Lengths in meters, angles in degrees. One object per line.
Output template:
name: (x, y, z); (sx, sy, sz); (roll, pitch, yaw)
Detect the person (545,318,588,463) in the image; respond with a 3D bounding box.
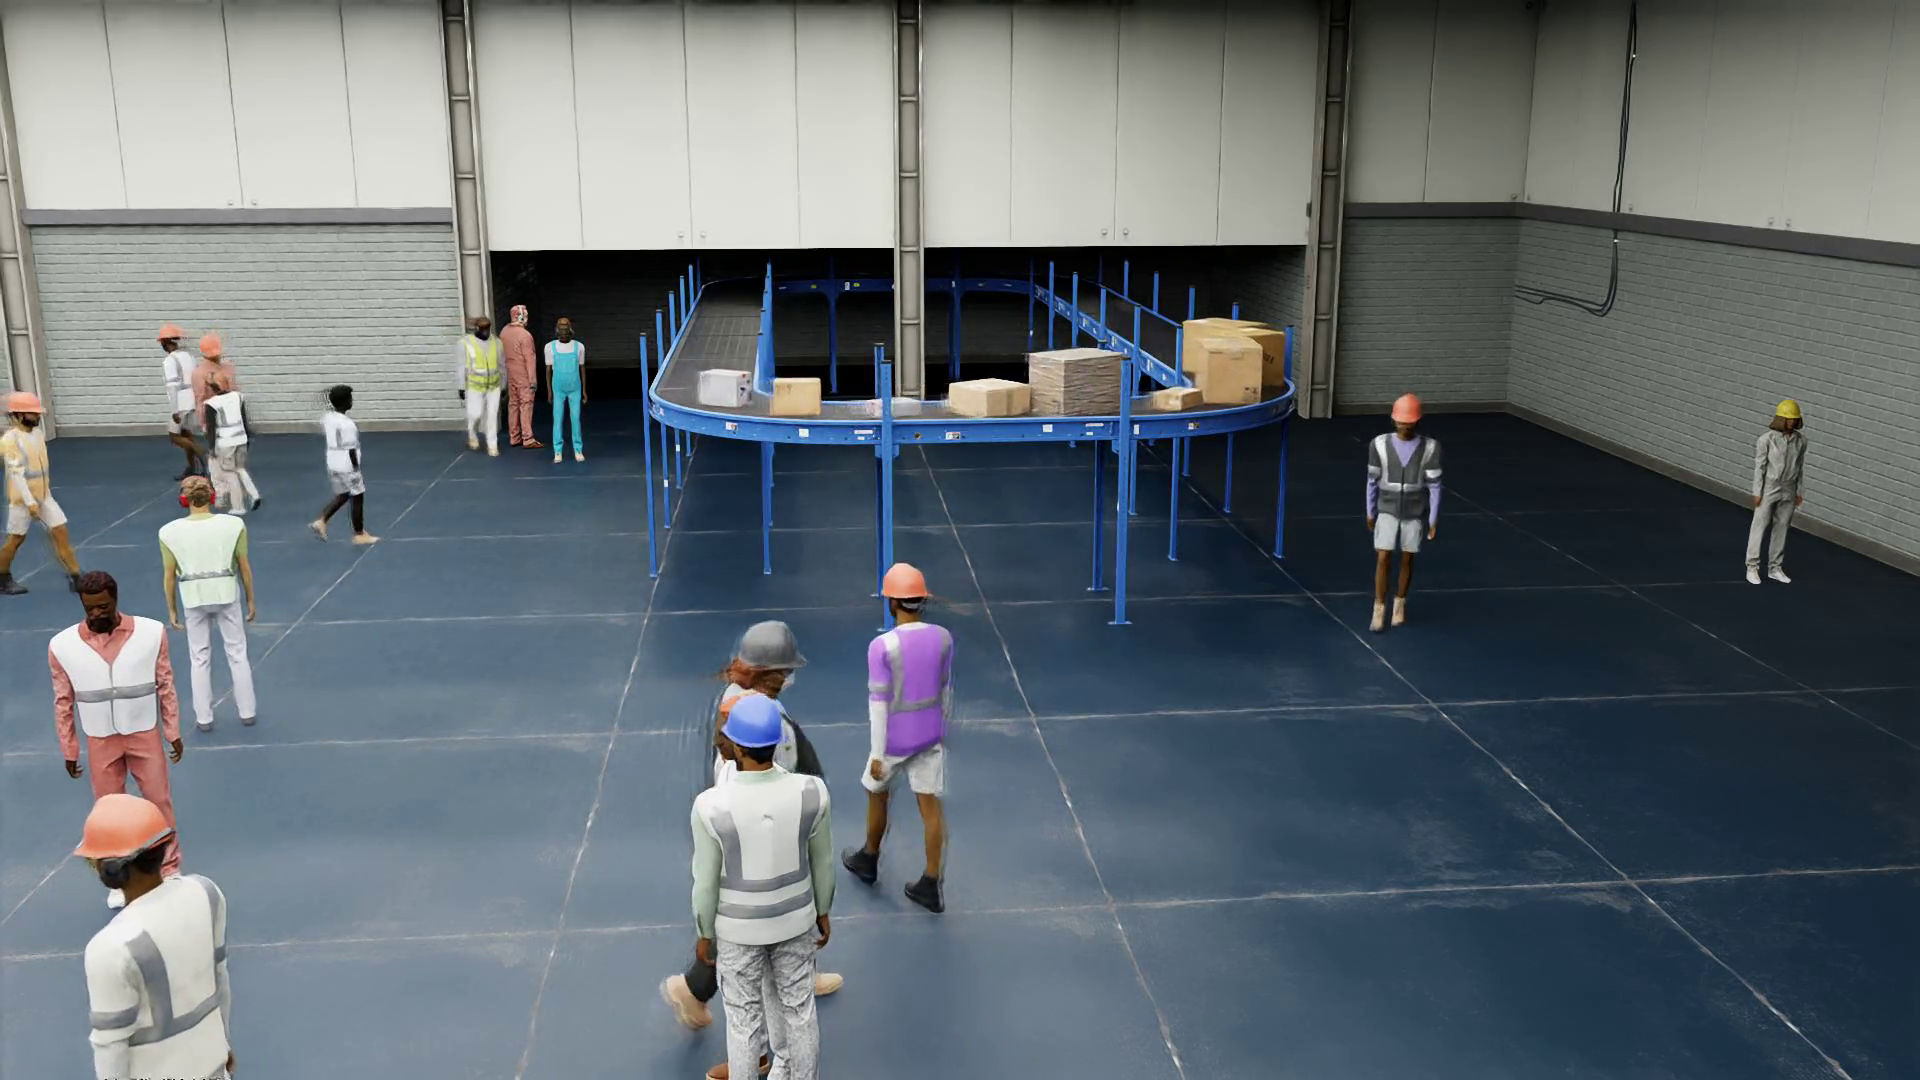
person: (-5.004, -1.904, 21.170); (0.505, 1.847, 0.347); (-5, 15, -18)

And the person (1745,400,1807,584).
person: (7.657, -0.448, 15.548); (0.492, 1.743, 0.296); (-2, 14, -9)

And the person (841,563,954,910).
person: (-0.347, 1.047, 9.238); (0.580, 1.901, 0.880); (-9, 17, -33)

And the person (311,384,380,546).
person: (-6.260, -0.739, 16.825); (0.543, 1.683, 0.556); (13, 19, 43)

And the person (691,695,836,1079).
person: (-0.822, 1.586, 6.994); (0.614, 1.948, 0.386); (-6, 15, -21)

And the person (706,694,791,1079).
person: (-0.896, 1.562, 7.221); (0.338, 1.882, 0.583); (-11, 18, -38)

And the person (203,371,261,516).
person: (-7.993, -1.053, 18.199); (0.361, 1.619, 0.536); (6, 15, 23)

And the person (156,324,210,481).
person: (-9.286, -1.629, 19.951); (0.583, 1.907, 0.549); (1, 14, 3)

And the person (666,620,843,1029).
person: (-0.992, 1.327, 7.847); (0.803, 2.000, 0.692); (-4, 14, -14)

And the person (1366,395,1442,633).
person: (3.716, -0.202, 14.009); (0.614, 2.015, 0.838); (4, 15, 14)

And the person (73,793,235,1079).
person: (-2.783, 1.848, 5.797); (0.439, 2.031, 0.611); (2, 14, 9)

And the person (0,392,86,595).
person: (-8.432, -0.407, 15.121); (1.011, 1.890, 0.550); (2, 14, 9)

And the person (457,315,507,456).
person: (-6.189, -2.000, 21.575); (0.659, 1.836, 0.506); (-9, 17, -33)

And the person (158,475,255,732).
person: (-5.291, 0.458, 11.745); (0.566, 1.836, 0.385); (-7, 15, -24)

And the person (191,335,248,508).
person: (-8.361, -1.361, 18.790); (0.418, 1.951, 0.693); (4, 15, 15)

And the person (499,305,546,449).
person: (-5.809, -2.165, 22.089); (0.652, 1.906, 0.402); (12, 18, 40)

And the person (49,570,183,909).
person: (-4.609, 1.074, 9.134); (0.600, 1.907, 0.400); (-7, 16, -25)
